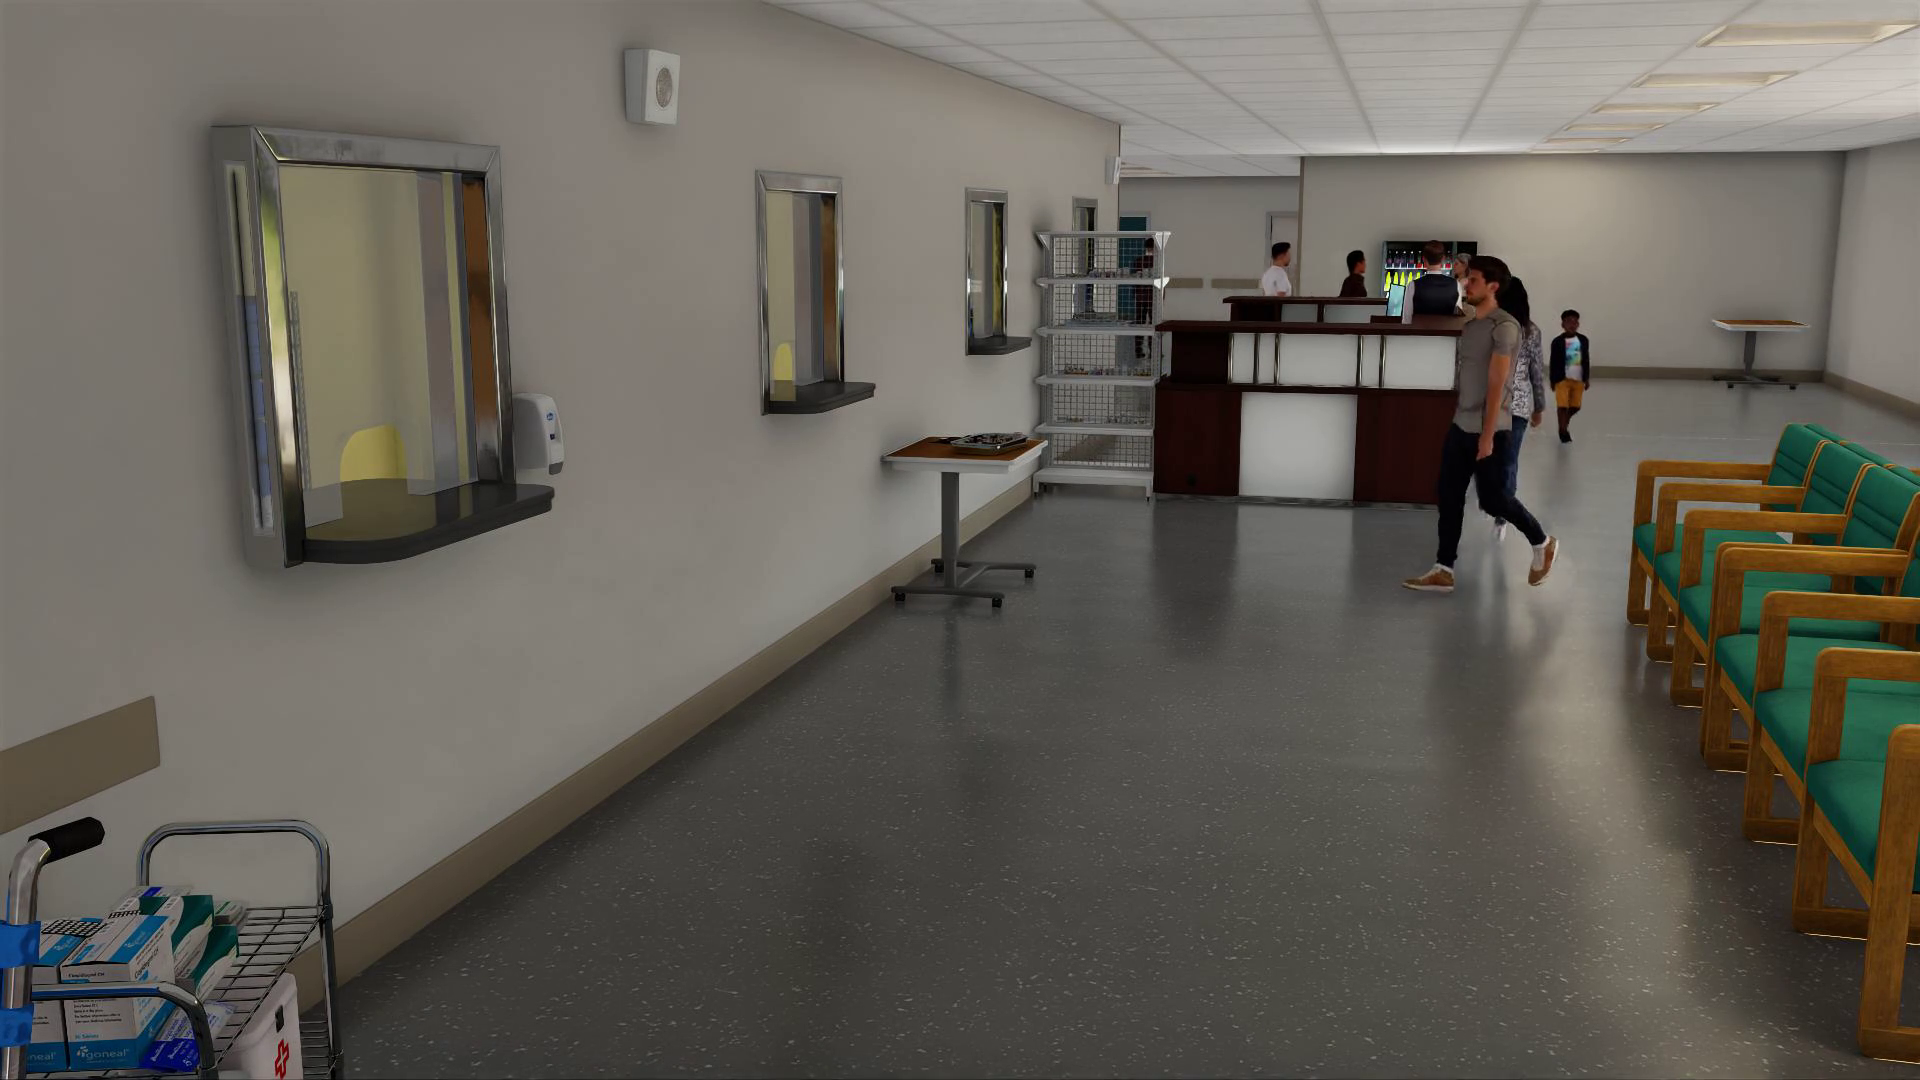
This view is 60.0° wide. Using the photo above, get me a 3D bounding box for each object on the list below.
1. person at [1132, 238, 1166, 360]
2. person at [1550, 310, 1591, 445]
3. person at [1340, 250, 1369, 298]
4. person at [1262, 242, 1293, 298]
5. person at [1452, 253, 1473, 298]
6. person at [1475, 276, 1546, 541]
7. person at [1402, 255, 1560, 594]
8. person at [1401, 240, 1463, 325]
[{"bbox_3d":[2.926,-3.755,25.804,0.624,1.863,0.811,6,13,31],"label":"person"},{"bbox_3d":[5.796,-1.560,15.847,0.733,1.261,0.684,0,11,1],"label":"person"},{"bbox_3d":[4.267,-2.306,18.473,1.226,1.748,0.968,-2,11,-10],"label":"person"},{"bbox_3d":[3.531,-2.444,18.965,1.113,1.836,0.957,-2,11,-12],"label":"person"},{"bbox_3d":[5.661,-2.365,18.814,0.680,1.736,0.678,-2,11,-10],"label":"person"},{"bbox_3d":[3.526,-0.816,10.803,1.084,1.681,0.714,3,11,16],"label":"person"},{"bbox_3d":[2.957,-0.604,9.178,1.214,1.869,1.023,-3,11,-15],"label":"person"},{"bbox_3d":[3.956,-1.549,13.980,0.545,1.935,0.738,1,11,7],"label":"person"}]
